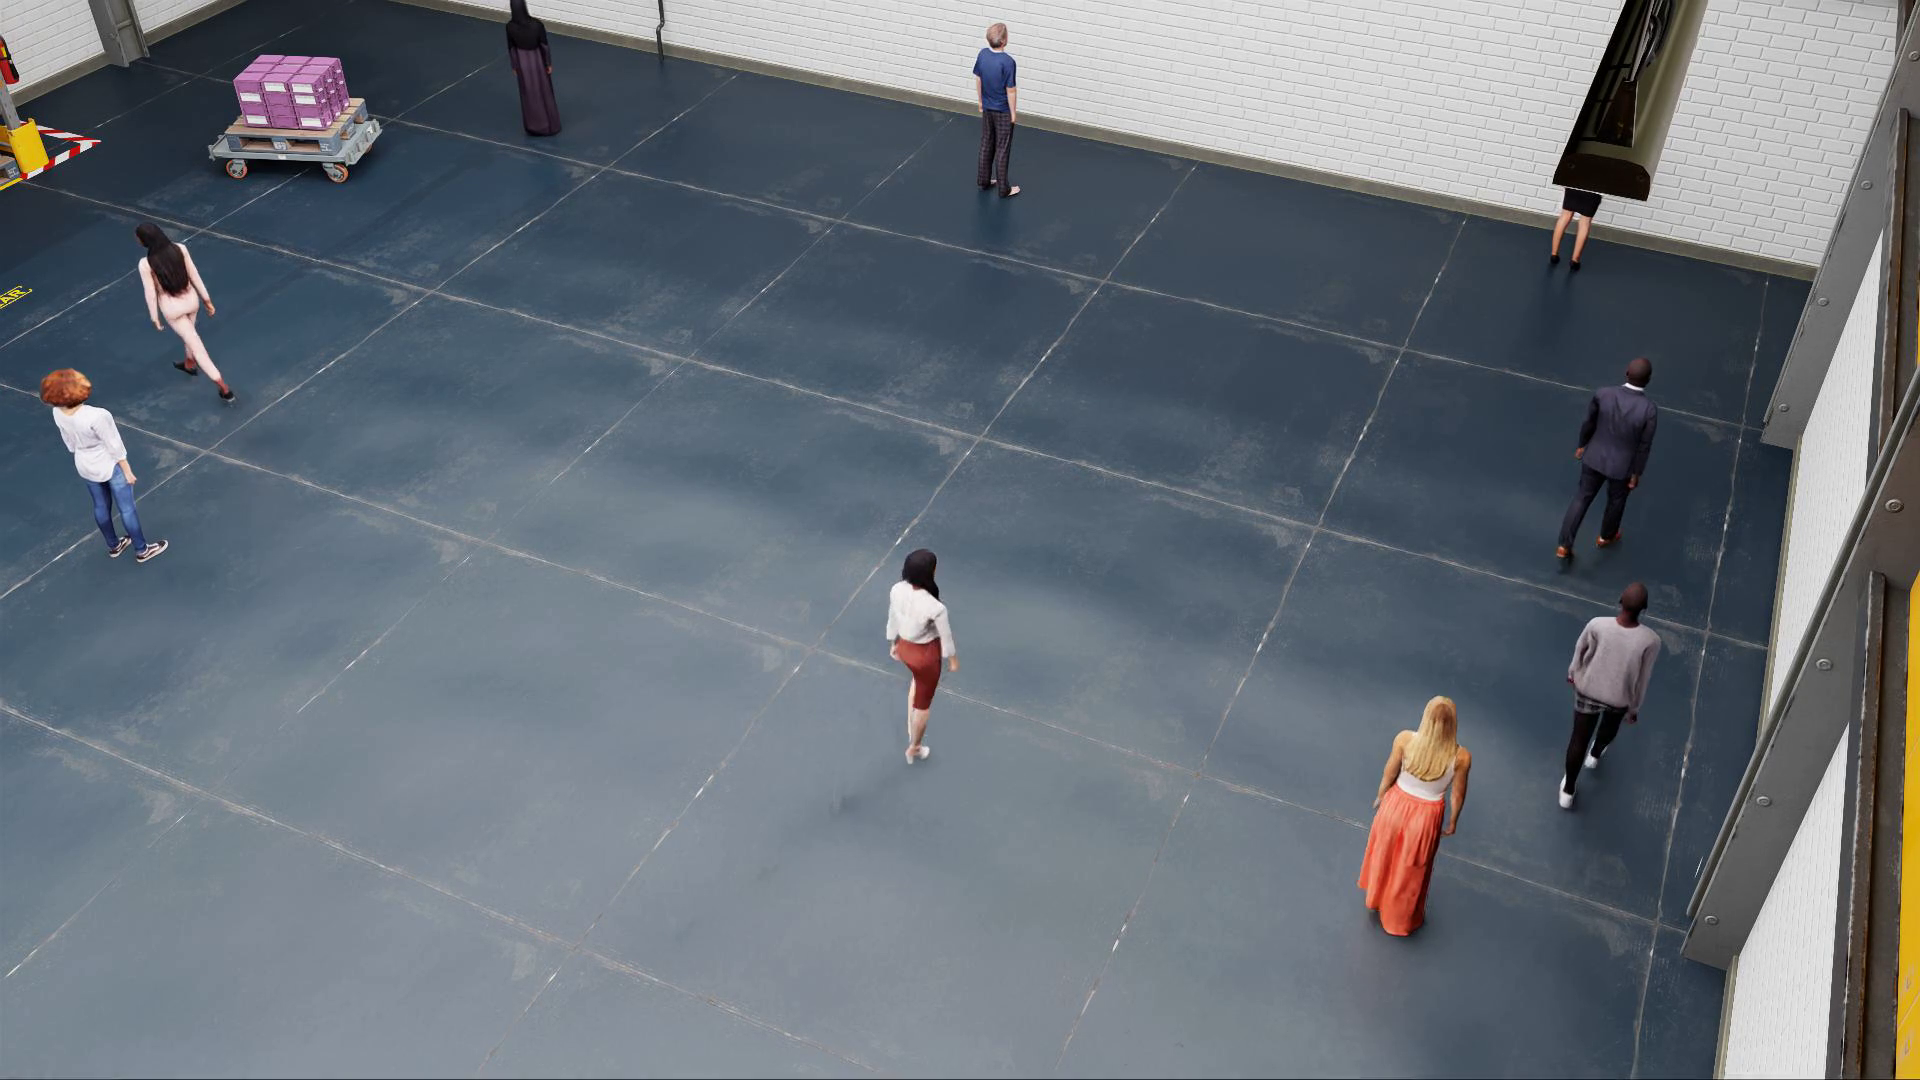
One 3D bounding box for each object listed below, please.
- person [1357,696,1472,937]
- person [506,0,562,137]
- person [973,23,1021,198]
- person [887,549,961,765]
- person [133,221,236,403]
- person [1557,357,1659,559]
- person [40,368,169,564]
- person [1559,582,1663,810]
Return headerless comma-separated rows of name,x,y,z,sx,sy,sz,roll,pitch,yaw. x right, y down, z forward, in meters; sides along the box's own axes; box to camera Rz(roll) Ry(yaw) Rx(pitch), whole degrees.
person,2.688,1.645,9.859,0.685,1.798,0.719,25,45,28
person,-4.854,-5.374,18.795,0.711,1.615,0.744,-4,39,-5
person,0.393,-4.546,17.552,0.712,1.871,0.624,27,46,30
person,-0.309,0.830,10.926,0.693,1.740,0.700,31,48,33
person,-6.719,-1.945,14.459,0.876,1.667,1.171,26,45,29
person,4.908,-0.574,12.625,0.905,1.813,1.118,30,47,32
person,-6.579,-0.576,12.706,0.667,1.715,0.652,11,40,13
person,4.111,1.045,10.650,0.625,1.748,0.915,17,41,20
